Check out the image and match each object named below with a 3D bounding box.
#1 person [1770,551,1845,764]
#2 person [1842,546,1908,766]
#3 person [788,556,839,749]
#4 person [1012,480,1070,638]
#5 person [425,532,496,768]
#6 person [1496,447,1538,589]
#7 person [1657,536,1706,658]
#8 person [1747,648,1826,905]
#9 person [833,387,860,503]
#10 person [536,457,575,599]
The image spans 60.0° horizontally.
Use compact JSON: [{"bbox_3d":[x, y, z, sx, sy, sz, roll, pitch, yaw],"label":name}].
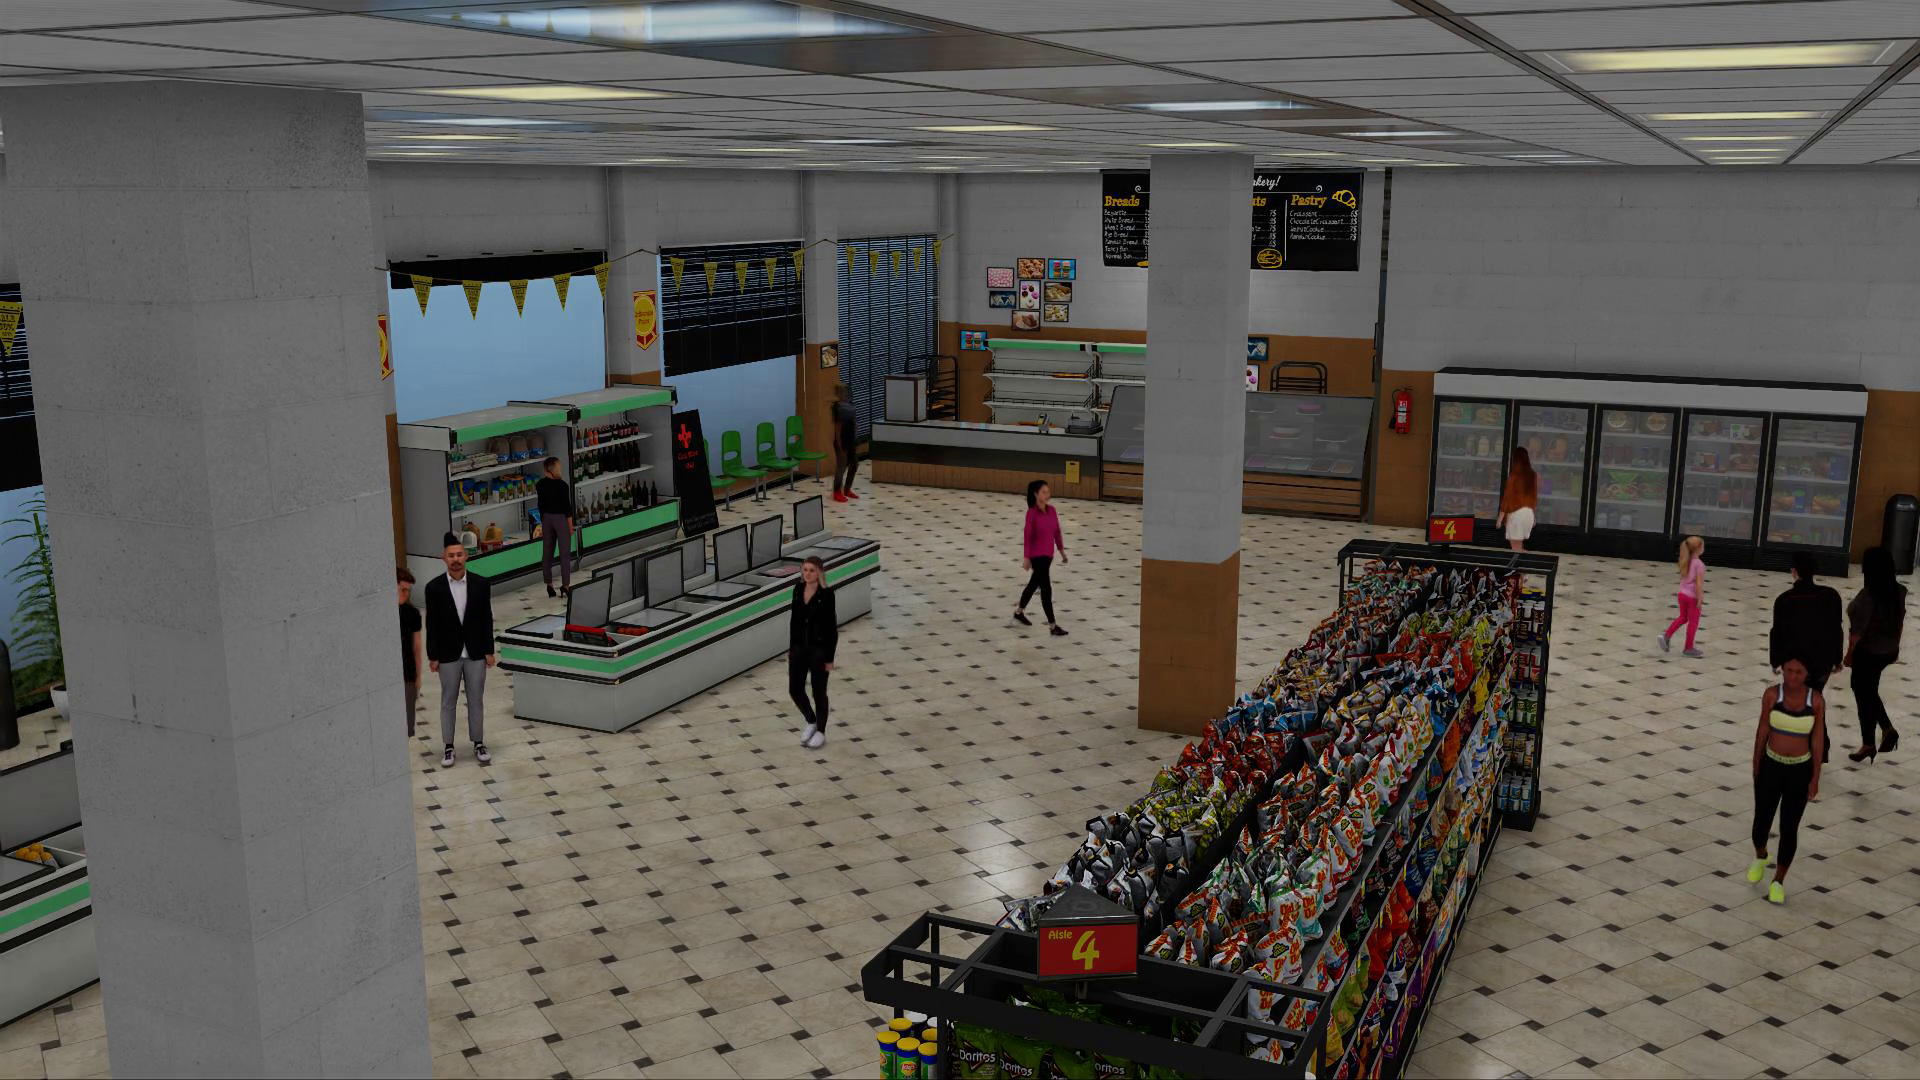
[{"bbox_3d":[6.899,1.026,13.461,0.842,1.818,0.828,1,12,3],"label":"person"},{"bbox_3d":[7.583,0.981,13.648,0.783,1.828,0.849,-6,14,-28],"label":"person"},{"bbox_3d":[-1.213,0.942,14.209,0.630,1.673,0.578,5,13,23],"label":"person"},{"bbox_3d":[0.802,0.191,17.818,0.904,1.657,1.149,11,16,43],"label":"person"},{"bbox_3d":[-4.147,0.888,13.798,0.777,1.949,0.851,-5,13,-23],"label":"person"},{"bbox_3d":[6.706,-0.238,19.734,0.717,1.706,0.804,-7,14,-31],"label":"person"},{"bbox_3d":[7.382,0.577,16.941,0.775,1.263,0.733,-3,12,-14],"label":"person"},{"bbox_3d":[5.548,1.549,11.156,0.552,1.744,0.641,6,13,27],"label":"person"},{"bbox_3d":[-1.792,-1.455,25.355,0.798,1.772,0.695,6,13,25],"label":"person"},{"bbox_3d":[-4.714,-0.146,19.382,0.610,1.672,0.546,4,13,19],"label":"person"}]
